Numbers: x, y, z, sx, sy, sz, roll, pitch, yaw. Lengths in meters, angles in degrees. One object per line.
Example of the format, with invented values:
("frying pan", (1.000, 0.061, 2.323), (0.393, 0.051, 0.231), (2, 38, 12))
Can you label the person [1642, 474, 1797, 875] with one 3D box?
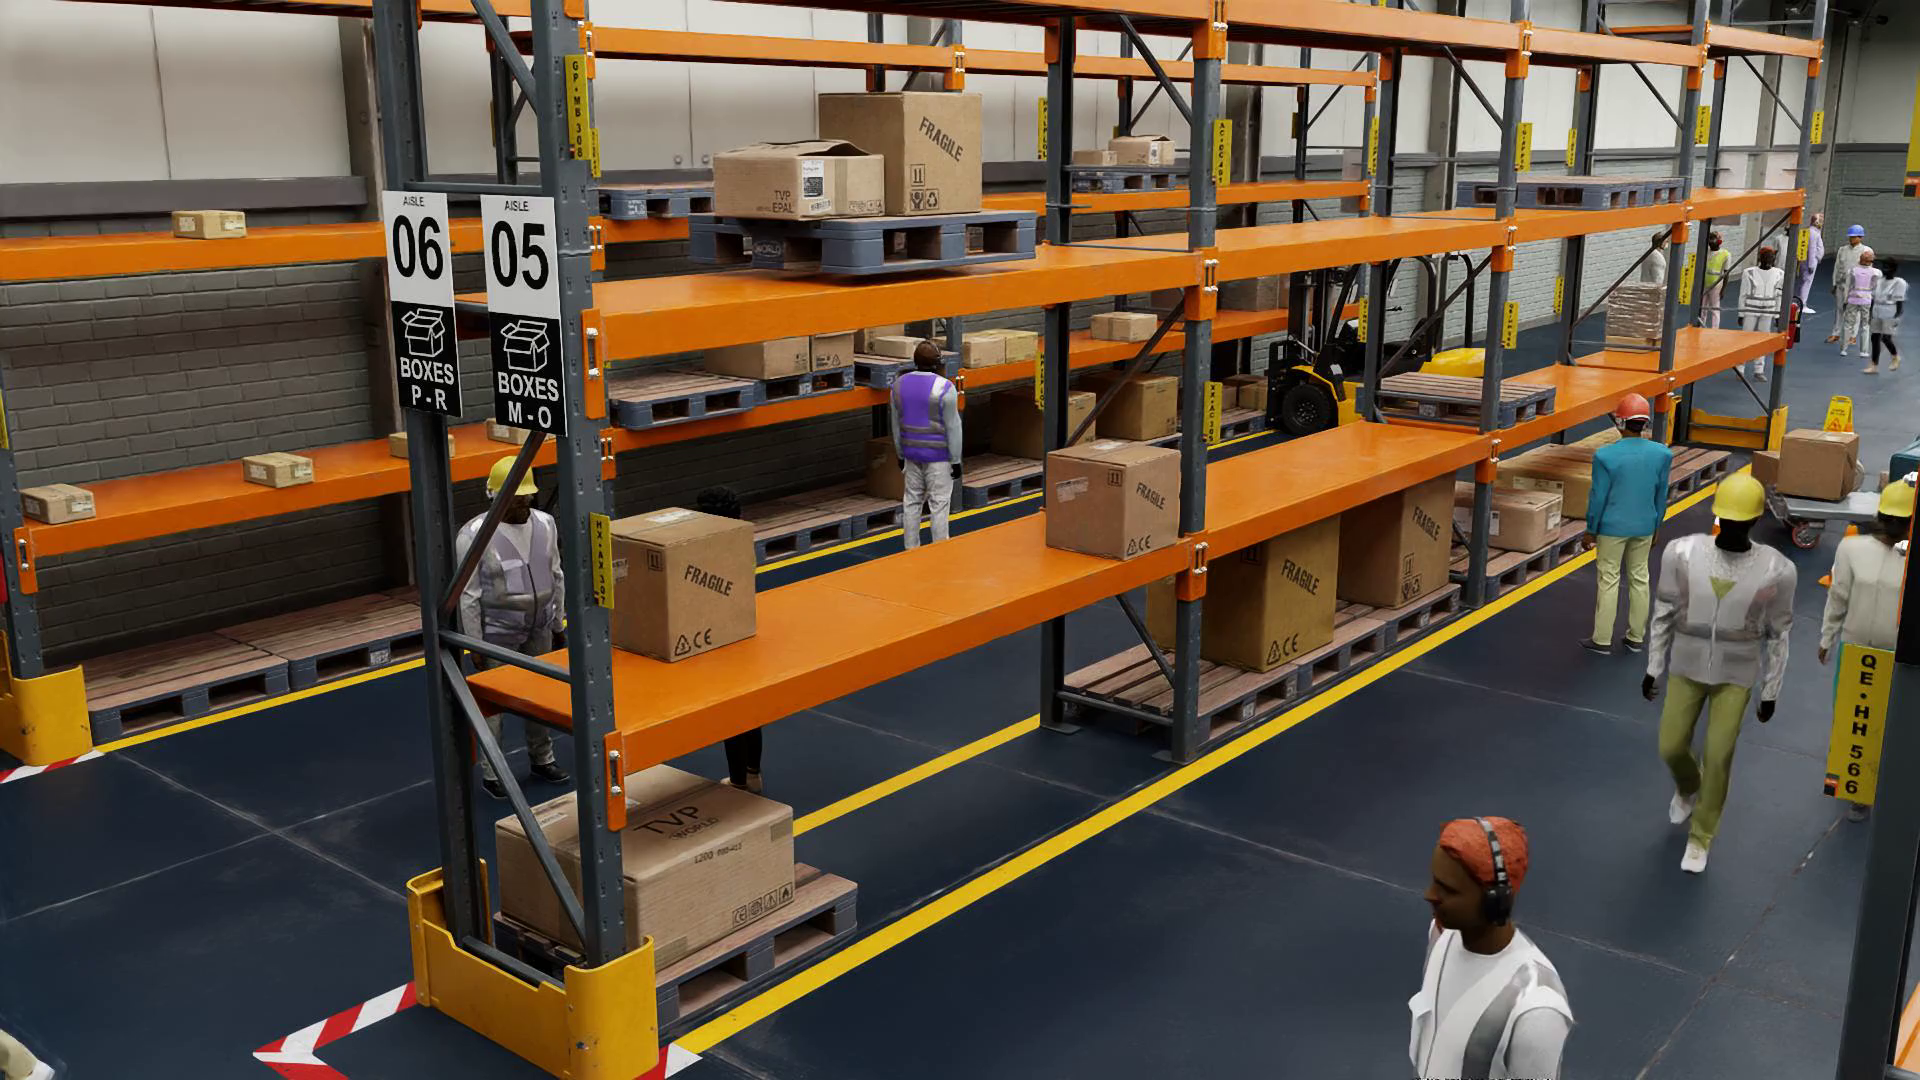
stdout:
("person", (3.583, 0.602, 7.884), (0.618, 1.911, 0.575), (8, 16, 31))

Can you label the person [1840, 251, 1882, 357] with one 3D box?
("person", (13.967, -3.655, 25.800), (0.516, 1.631, 0.320), (9, 17, 33))

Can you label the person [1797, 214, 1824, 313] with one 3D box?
("person", (16.402, -5.326, 32.052), (0.399, 1.900, 0.644), (5, 15, 20))

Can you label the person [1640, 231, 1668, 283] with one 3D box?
("person", (10.746, -3.819, 25.861), (0.367, 1.932, 0.623), (1, 14, 4))

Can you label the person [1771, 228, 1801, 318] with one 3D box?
("person", (15.449, -5.073, 31.128), (0.508, 1.846, 0.342), (7, 16, 27))

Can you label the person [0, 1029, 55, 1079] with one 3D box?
("person", (-3.495, 1.347, 5.525), (0.514, 1.598, 0.832), (10, 17, 35))

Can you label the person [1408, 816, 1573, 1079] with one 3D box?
("person", (1.264, 1.557, 4.085), (0.363, 1.878, 0.567), (-2, 14, -8))

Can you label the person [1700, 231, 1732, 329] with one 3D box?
("person", (12.317, -4.126, 27.269), (0.390, 1.846, 0.565), (-8, 16, -31))

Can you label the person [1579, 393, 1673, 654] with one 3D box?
("person", (4.417, -0.106, 11.088), (0.563, 1.753, 0.327), (-2, 14, -9))

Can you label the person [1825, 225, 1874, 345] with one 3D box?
("person", (14.601, -4.180, 27.279), (0.391, 1.948, 0.605), (-9, 17, -34))

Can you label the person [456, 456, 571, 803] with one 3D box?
("person", (-2.315, 0.454, 8.681), (0.404, 1.823, 0.591), (12, 18, 41))

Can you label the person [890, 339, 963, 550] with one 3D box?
("person", (-0.239, -0.665, 13.180), (0.633, 1.846, 0.429), (9, 16, 32))

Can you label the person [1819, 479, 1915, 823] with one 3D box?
("person", (4.737, 0.524, 8.542), (0.531, 1.748, 0.715), (13, 19, 42))

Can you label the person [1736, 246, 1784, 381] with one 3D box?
("person", (11.169, -3.156, 23.244), (0.573, 1.883, 0.359), (2, 14, 8))

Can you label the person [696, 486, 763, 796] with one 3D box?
("person", (-1.191, 0.562, 8.488), (0.318, 1.695, 0.539), (3, 14, 12))

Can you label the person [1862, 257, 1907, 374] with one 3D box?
("person", (13.284, -3.212, 23.866), (0.425, 1.685, 0.551), (-5, 15, -19))

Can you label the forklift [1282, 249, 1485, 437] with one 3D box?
("forklift", (4.886, -2.214, 18.767), (2.313, 2.155, 1.214), (11, 18, 38))
